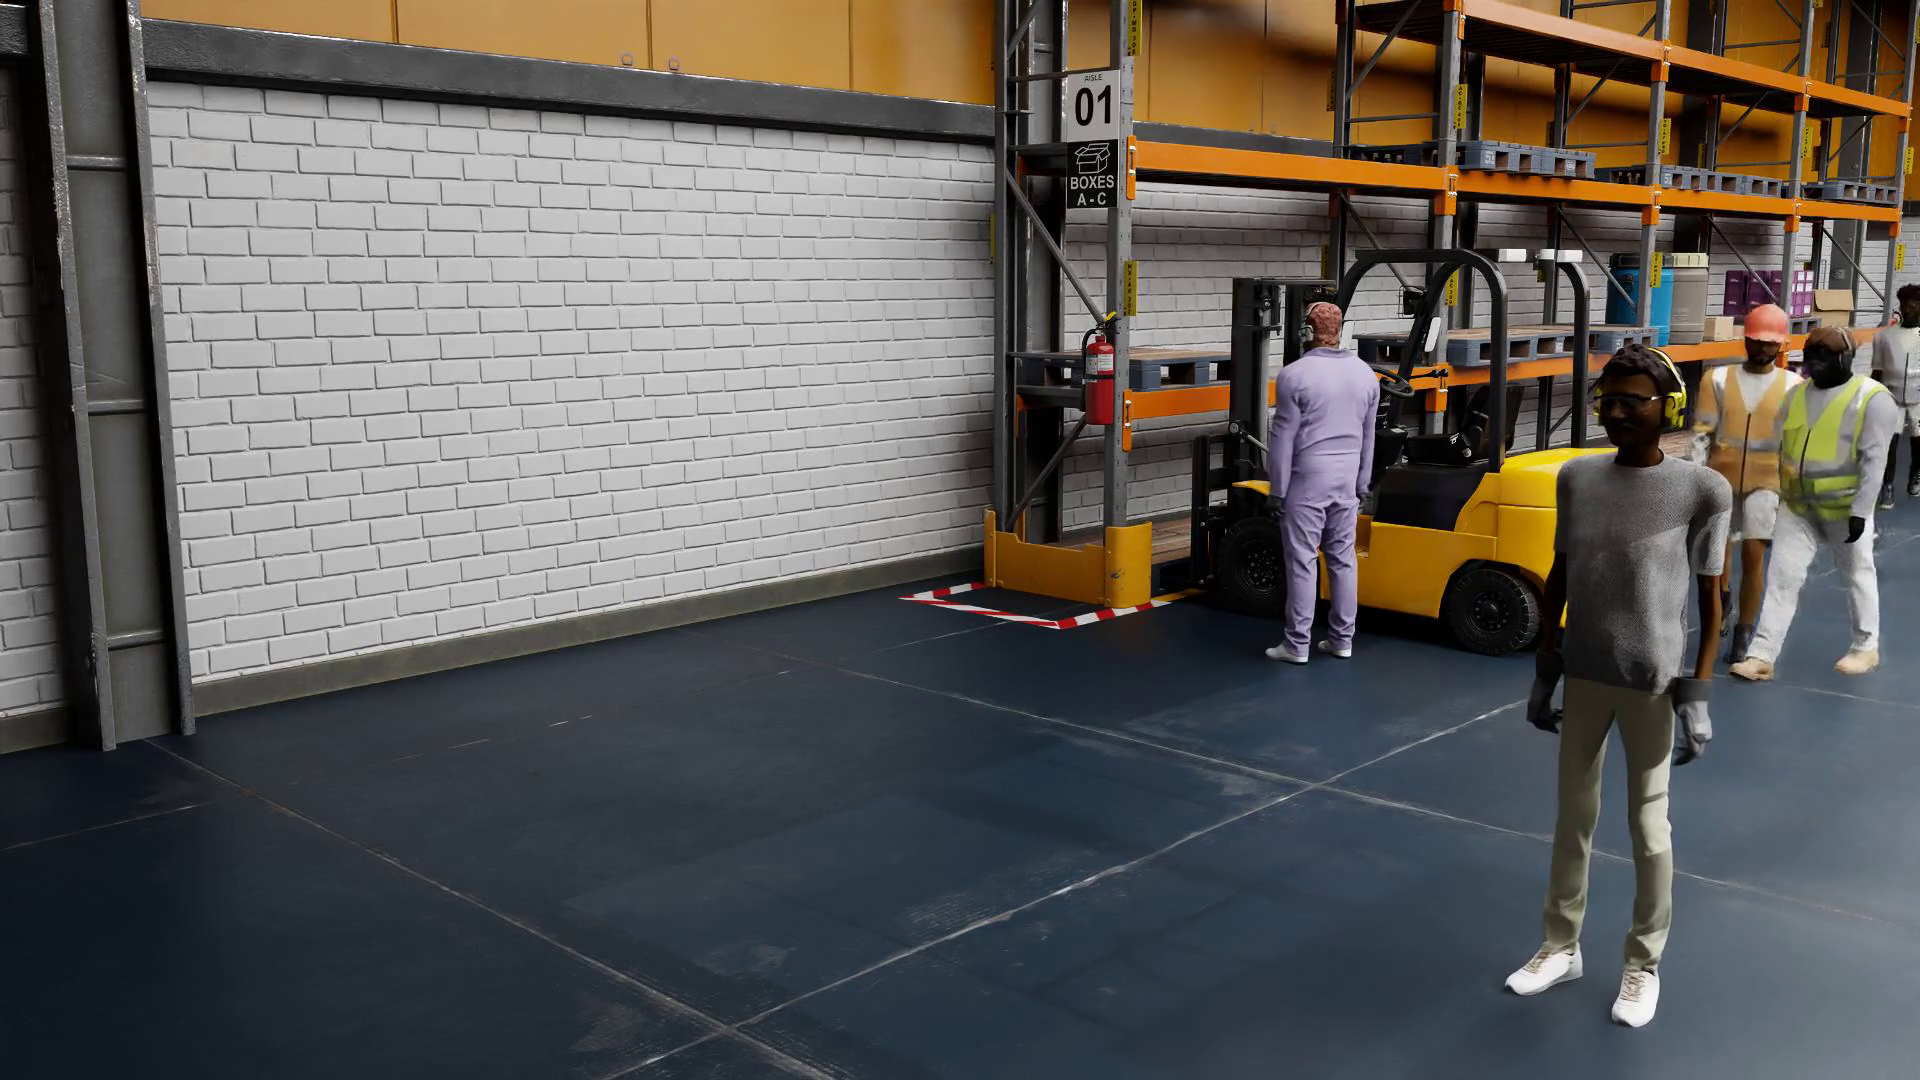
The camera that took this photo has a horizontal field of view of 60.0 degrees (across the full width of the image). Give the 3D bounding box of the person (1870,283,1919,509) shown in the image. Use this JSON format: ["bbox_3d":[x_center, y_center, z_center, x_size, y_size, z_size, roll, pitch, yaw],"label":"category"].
[{"bbox_3d":[8.234,-1.251,14.448,0.615,1.948,0.696,7,11,35],"label":"person"}]

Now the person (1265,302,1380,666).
[{"bbox_3d":[1.877,-0.295,8.765,0.644,1.900,0.404,-5,10,-27],"label":"person"}]

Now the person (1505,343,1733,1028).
[{"bbox_3d":[1.822,0.397,4.600,0.517,1.874,0.327,9,13,43],"label":"person"}]

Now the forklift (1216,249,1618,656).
[{"bbox_3d":[2.710,-0.584,9.626,2.313,2.155,1.214,9,13,43],"label":"forklift"}]

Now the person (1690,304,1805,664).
[{"bbox_3d":[4.252,-0.326,8.991,0.562,1.897,0.940,5,11,28],"label":"person"}]

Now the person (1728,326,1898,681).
[{"bbox_3d":[4.362,-0.172,8.369,0.969,1.797,0.625,-5,11,-28],"label":"person"}]
